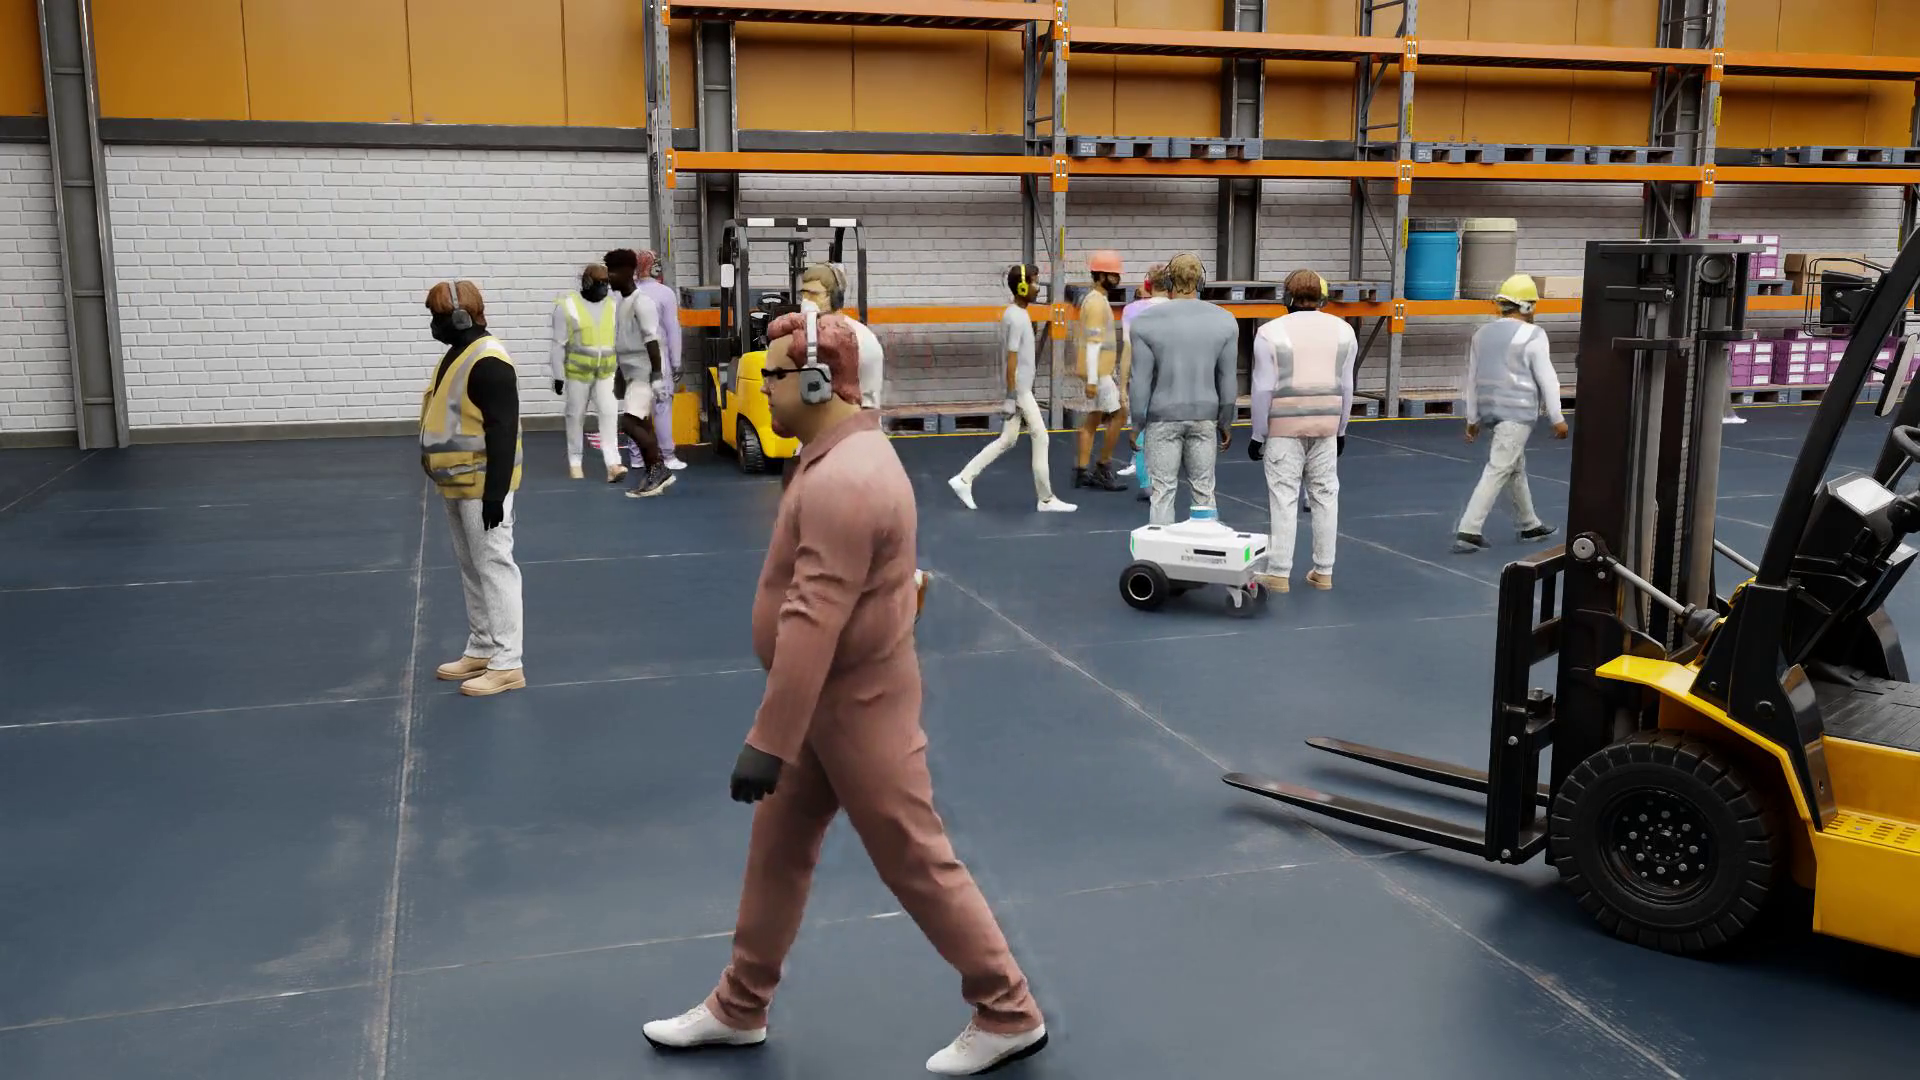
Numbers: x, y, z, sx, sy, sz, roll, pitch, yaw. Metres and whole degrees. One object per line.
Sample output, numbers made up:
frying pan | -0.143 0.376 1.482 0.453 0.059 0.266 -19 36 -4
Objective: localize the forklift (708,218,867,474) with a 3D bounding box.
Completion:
forklift | -1.522 -1.778 14.899 1.214 2.155 2.313 -3 11 -17

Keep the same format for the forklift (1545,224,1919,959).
forklift | 2.909 0.117 4.508 2.313 2.155 1.214 9 14 40

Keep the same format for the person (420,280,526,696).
person | -2.170 -0.232 7.408 0.429 1.836 0.627 -7 12 -32

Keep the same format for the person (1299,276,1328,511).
person | 2.641 -1.112 12.537 0.546 1.721 0.890 3 11 15

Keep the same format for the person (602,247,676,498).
person | -2.481 -1.261 12.779 0.467 1.931 0.683 -5 12 -28

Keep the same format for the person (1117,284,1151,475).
person | 1.551 -1.331 13.988 0.279 1.632 0.500 -7 12 -33

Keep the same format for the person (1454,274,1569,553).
person | 3.561 -0.815 10.771 0.952 1.789 0.604 -4 11 -22

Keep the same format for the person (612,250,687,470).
person | -2.690 -1.555 14.465 0.639 1.909 0.402 4 11 20

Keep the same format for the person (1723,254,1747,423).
person | 8.081 -2.186 17.984 0.931 1.892 0.607 -2 11 -12

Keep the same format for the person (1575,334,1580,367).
person | 6.046 -1.737 15.353 1.074 1.931 0.605 -9 14 -40

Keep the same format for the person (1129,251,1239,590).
person | 1.265 -0.665 9.497 0.635 1.939 0.367 -1 10 -6

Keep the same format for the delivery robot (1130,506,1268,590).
delivery robot | 1.301 0.060 9.061 0.707 0.478 0.477 6 12 28

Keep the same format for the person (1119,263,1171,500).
person | 1.479 -1.162 12.527 0.596 1.823 0.544 -1 10 -5

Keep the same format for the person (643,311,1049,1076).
person | -0.249 0.390 3.969 0.989 1.861 0.643 -1 10 -8

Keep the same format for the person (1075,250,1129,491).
person | 1.177 -1.336 13.251 0.577 1.919 0.544 0 10 1

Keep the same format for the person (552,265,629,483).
person | -3.014 -1.357 13.701 0.669 1.781 0.961 -6 12 -29

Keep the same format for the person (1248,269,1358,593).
person | 1.932 -0.616 9.499 0.622 1.845 0.430 -2 11 -13

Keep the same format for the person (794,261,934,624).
person | -0.548 -0.403 8.154 0.860 1.915 0.635 -10 14 -44

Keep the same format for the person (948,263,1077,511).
person | 0.383 -1.110 12.223 0.892 1.844 0.518 -1 10 -4
